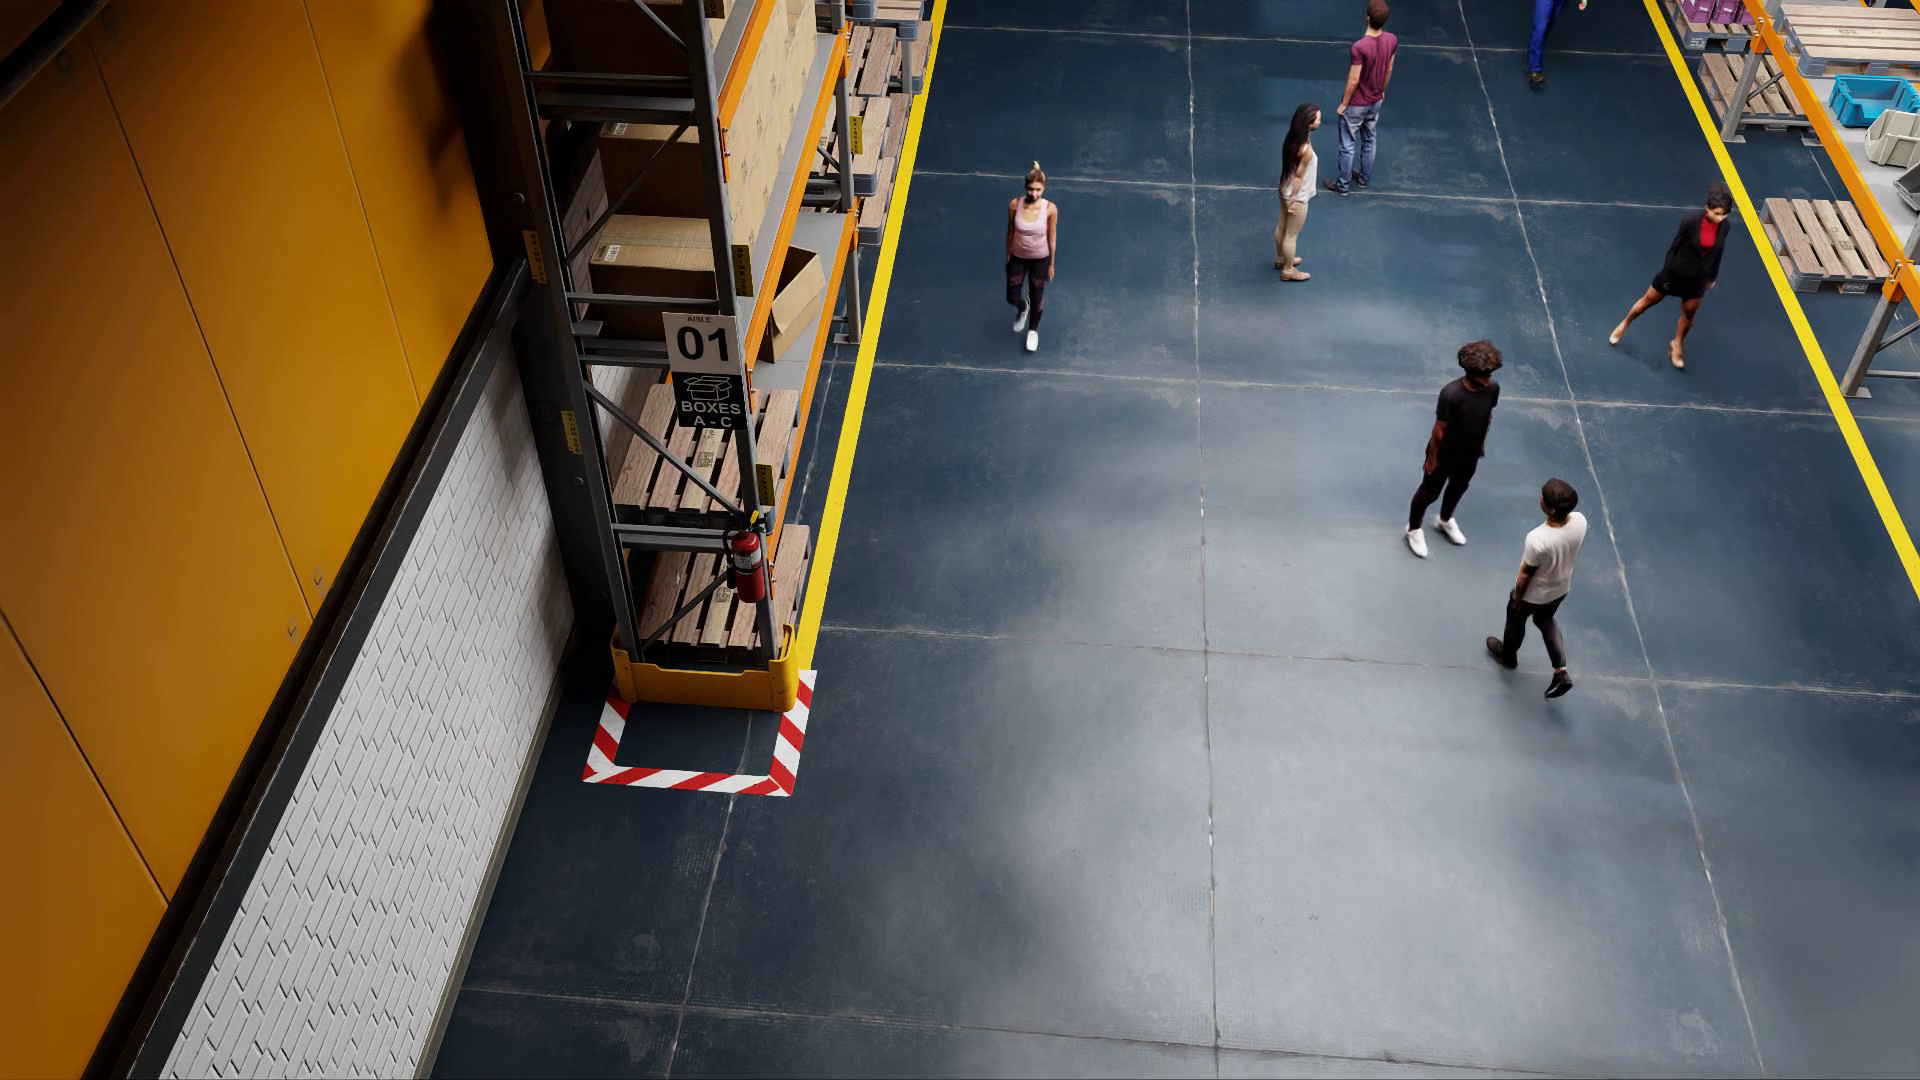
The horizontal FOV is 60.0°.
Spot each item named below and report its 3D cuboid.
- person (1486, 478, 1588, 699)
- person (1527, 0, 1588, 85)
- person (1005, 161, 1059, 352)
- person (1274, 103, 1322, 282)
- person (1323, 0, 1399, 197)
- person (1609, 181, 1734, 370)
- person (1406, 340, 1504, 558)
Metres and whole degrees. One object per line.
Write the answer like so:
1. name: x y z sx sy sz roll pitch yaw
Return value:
1. person: 3.778 0.327 10.631 0.951 1.697 1.089 -18 47 -18
2. person: 5.992 -5.609 16.756 0.727 1.843 1.135 0 44 0
3. person: 0.574 -2.319 13.456 0.602 1.632 0.681 8 44 9
4. person: 2.826 -2.947 14.100 0.674 1.653 0.610 -27 50 -25
5. person: 3.657 -4.006 15.065 0.741 1.855 0.748 -19 47 -19
6. person: 5.765 -2.077 13.204 0.766 1.629 0.655 3 44 3
7. person: 3.473 -0.670 11.618 0.717 1.780 0.725 -18 46 -18
